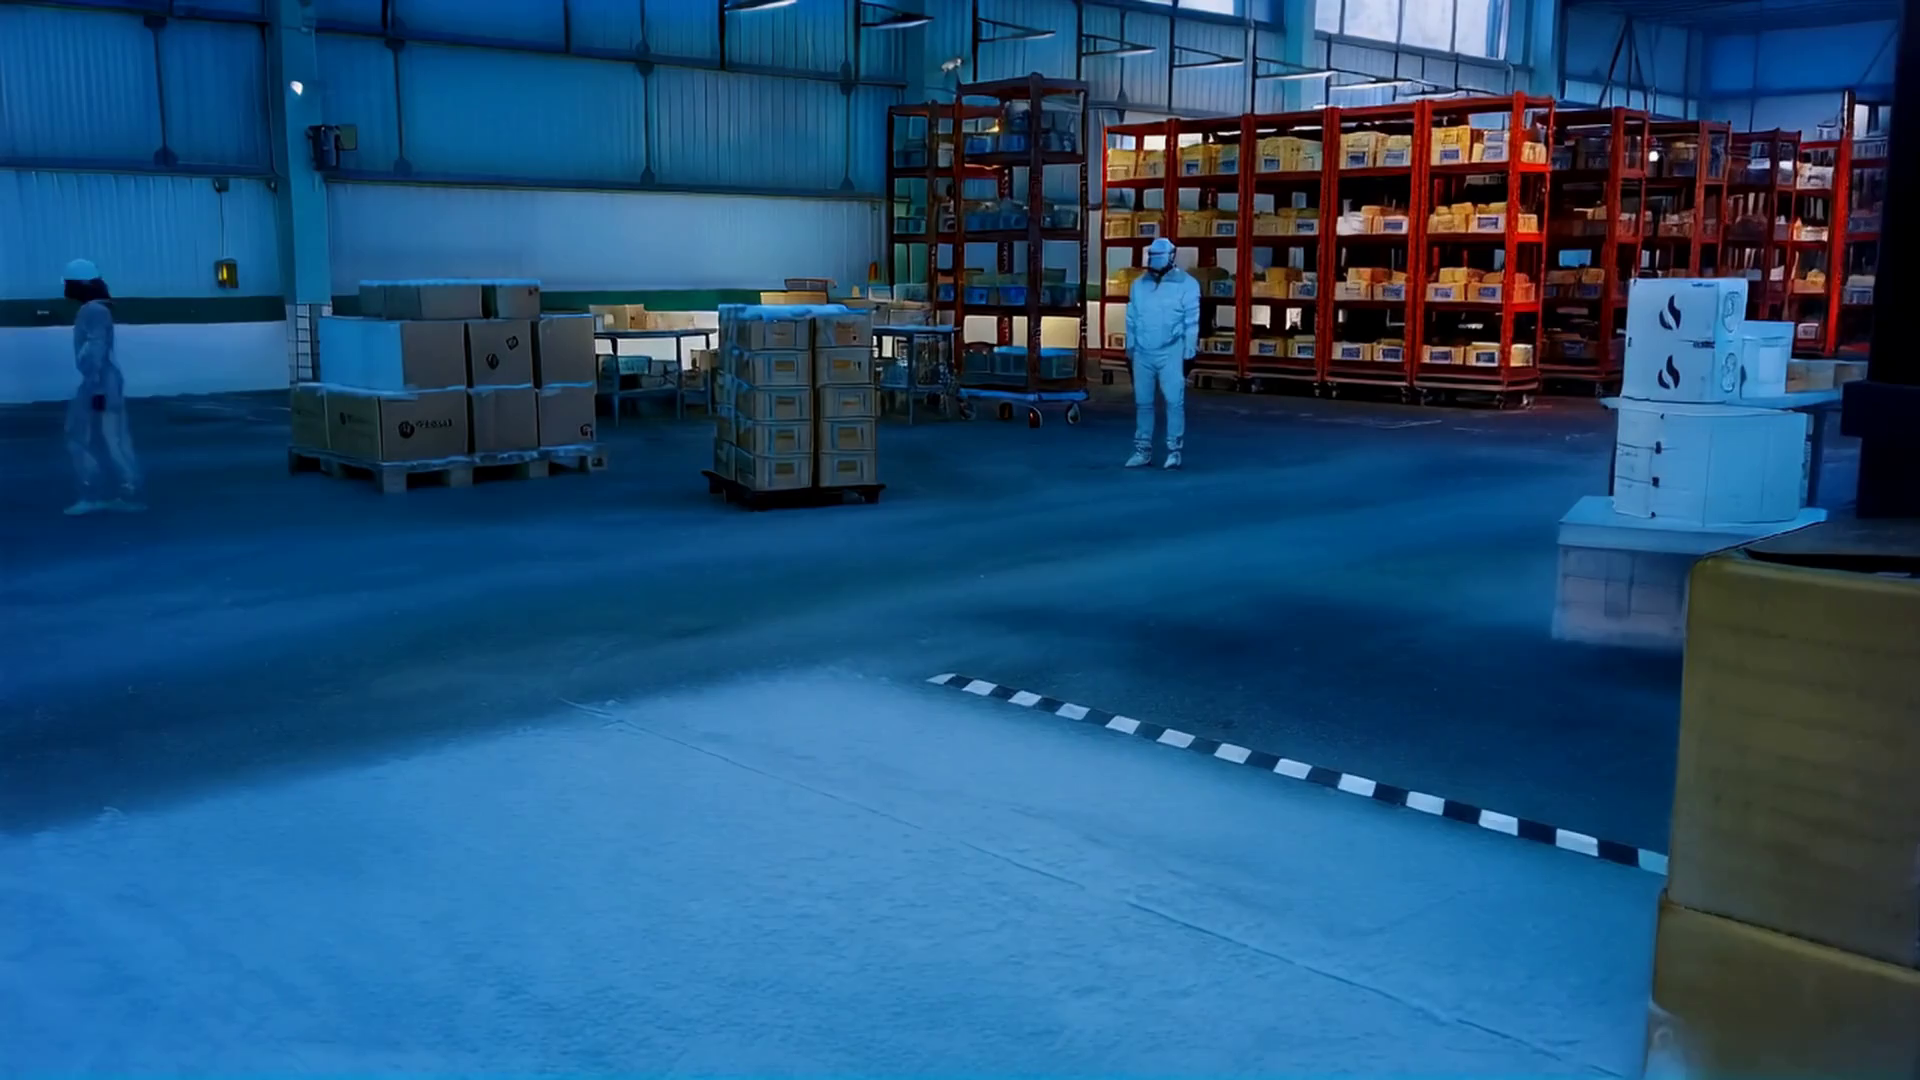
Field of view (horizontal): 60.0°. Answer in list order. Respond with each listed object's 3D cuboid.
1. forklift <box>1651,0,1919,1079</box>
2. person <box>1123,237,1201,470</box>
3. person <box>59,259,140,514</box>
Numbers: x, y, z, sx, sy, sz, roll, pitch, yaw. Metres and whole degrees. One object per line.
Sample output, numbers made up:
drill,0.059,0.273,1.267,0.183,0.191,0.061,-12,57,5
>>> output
forklift,2.521,-0.349,3.712,1.873,2.768,1.129,-9,13,-44
person,1.646,-1.534,13.757,0.643,1.909,0.410,5,11,30
person,-5.889,-1.027,11.241,0.594,1.718,0.496,-2,10,-15
